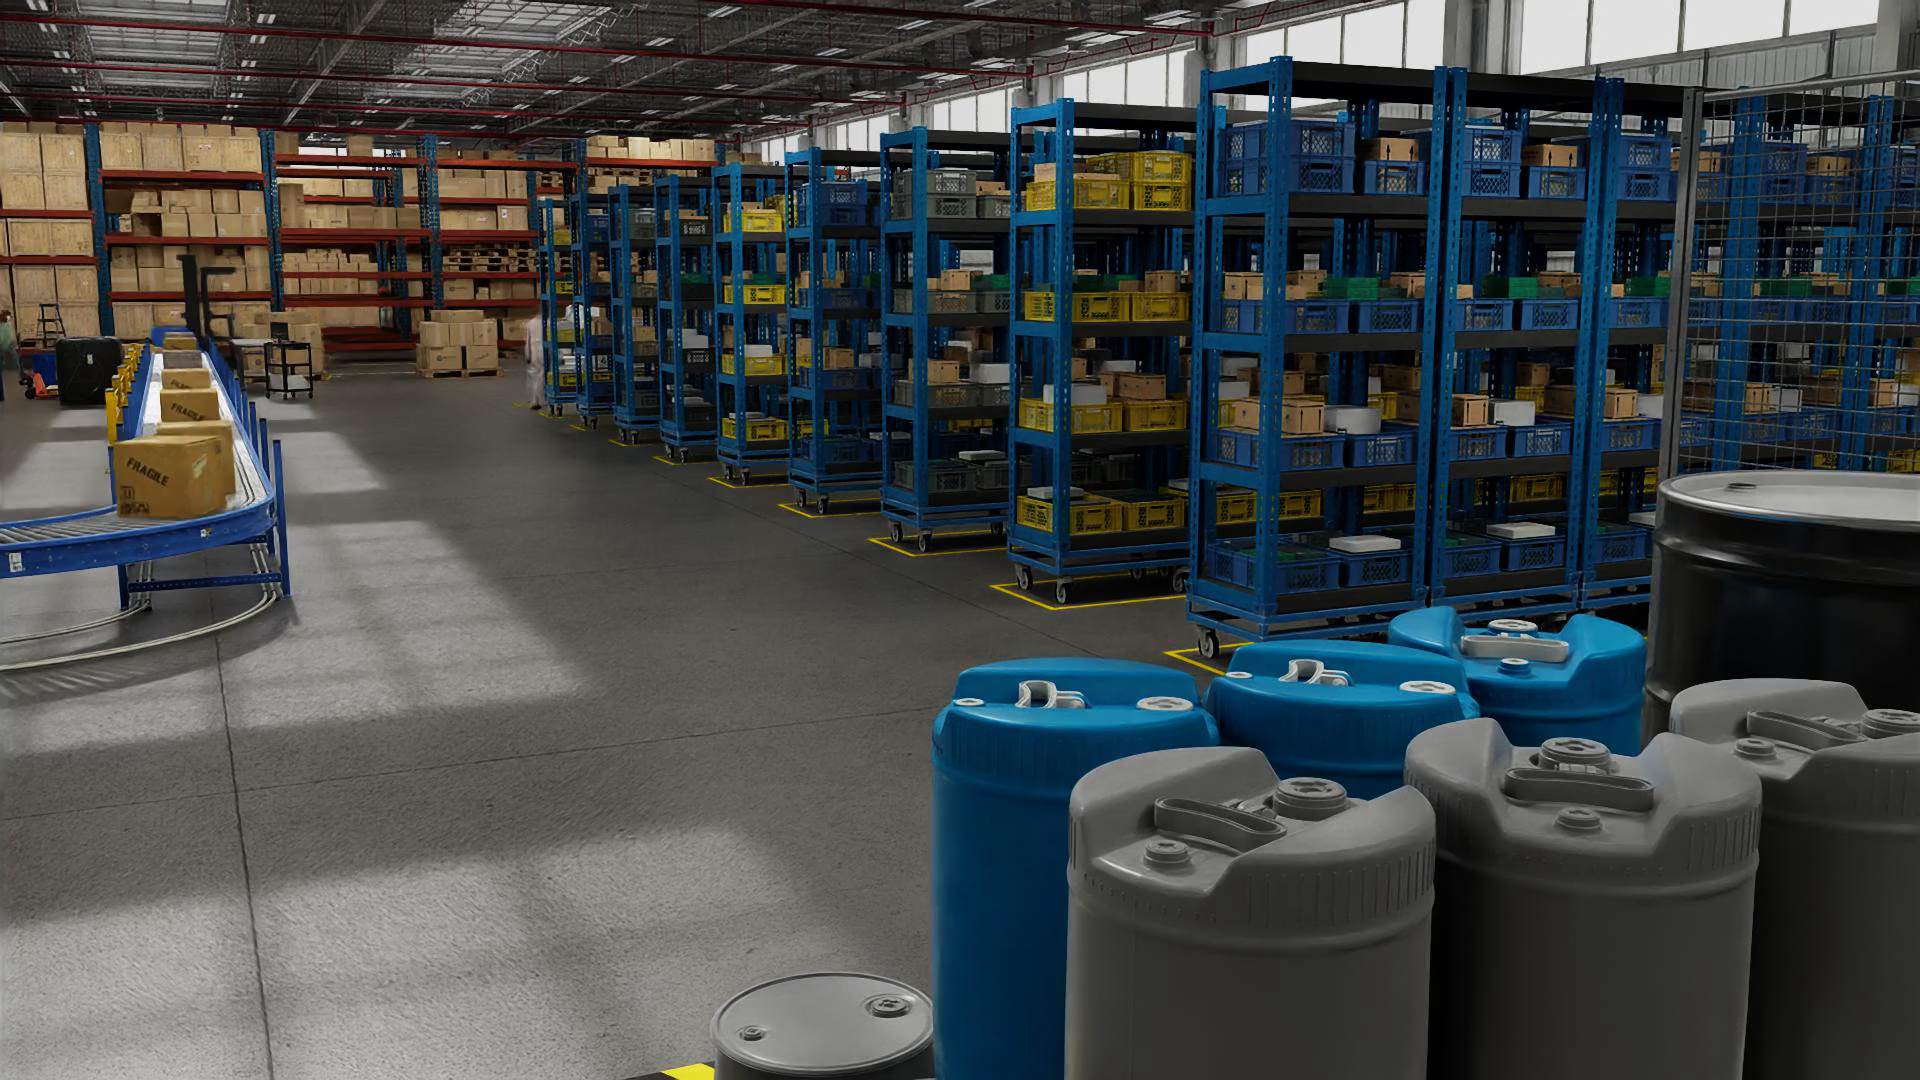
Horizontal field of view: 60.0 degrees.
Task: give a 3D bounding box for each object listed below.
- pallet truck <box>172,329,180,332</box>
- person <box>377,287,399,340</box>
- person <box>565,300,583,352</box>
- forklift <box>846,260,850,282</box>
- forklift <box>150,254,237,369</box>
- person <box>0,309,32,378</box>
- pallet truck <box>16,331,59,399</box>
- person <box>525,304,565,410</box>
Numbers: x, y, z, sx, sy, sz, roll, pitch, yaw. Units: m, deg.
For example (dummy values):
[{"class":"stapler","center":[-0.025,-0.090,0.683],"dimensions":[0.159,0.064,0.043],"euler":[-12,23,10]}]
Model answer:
[{"class":"pallet truck","center":[-17.275,-3.851,35.096],"dimensions":[1.601,1.201,0.680],"euler":[0,9,1]},{"class":"person","center":[-18.761,-7.314,54.440],"dimensions":[0.651,1.925,0.564],"euler":[-5,10,-27]},{"class":"person","center":[-9.342,-5.063,40.384],"dimensions":[0.605,1.948,0.391],"euler":[4,10,25]},{"class":"forklift","center":[-4.250,-8.348,57.879],"dimensions":[1.129,2.768,1.873],"euler":[-4,10,-25]},{"class":"forklift","center":[-18.697,-5.539,40.452],"dimensions":[1.873,2.768,1.129],"euler":[-4,10,-25]},{"class":"person","center":[-21.309,-4.362,37.182],"dimensions":[0.872,1.578,0.509],"euler":[-1,9,-6]},{"class":"pallet truck","center":[-17.082,-3.353,31.781],"dimensions":[1.630,1.274,0.653],"euler":[-4,10,-25]},{"class":"person","center":[-7.283,-3.234,29.350],"dimensions":[0.664,1.847,1.007],"euler":[4,10,23]}]
